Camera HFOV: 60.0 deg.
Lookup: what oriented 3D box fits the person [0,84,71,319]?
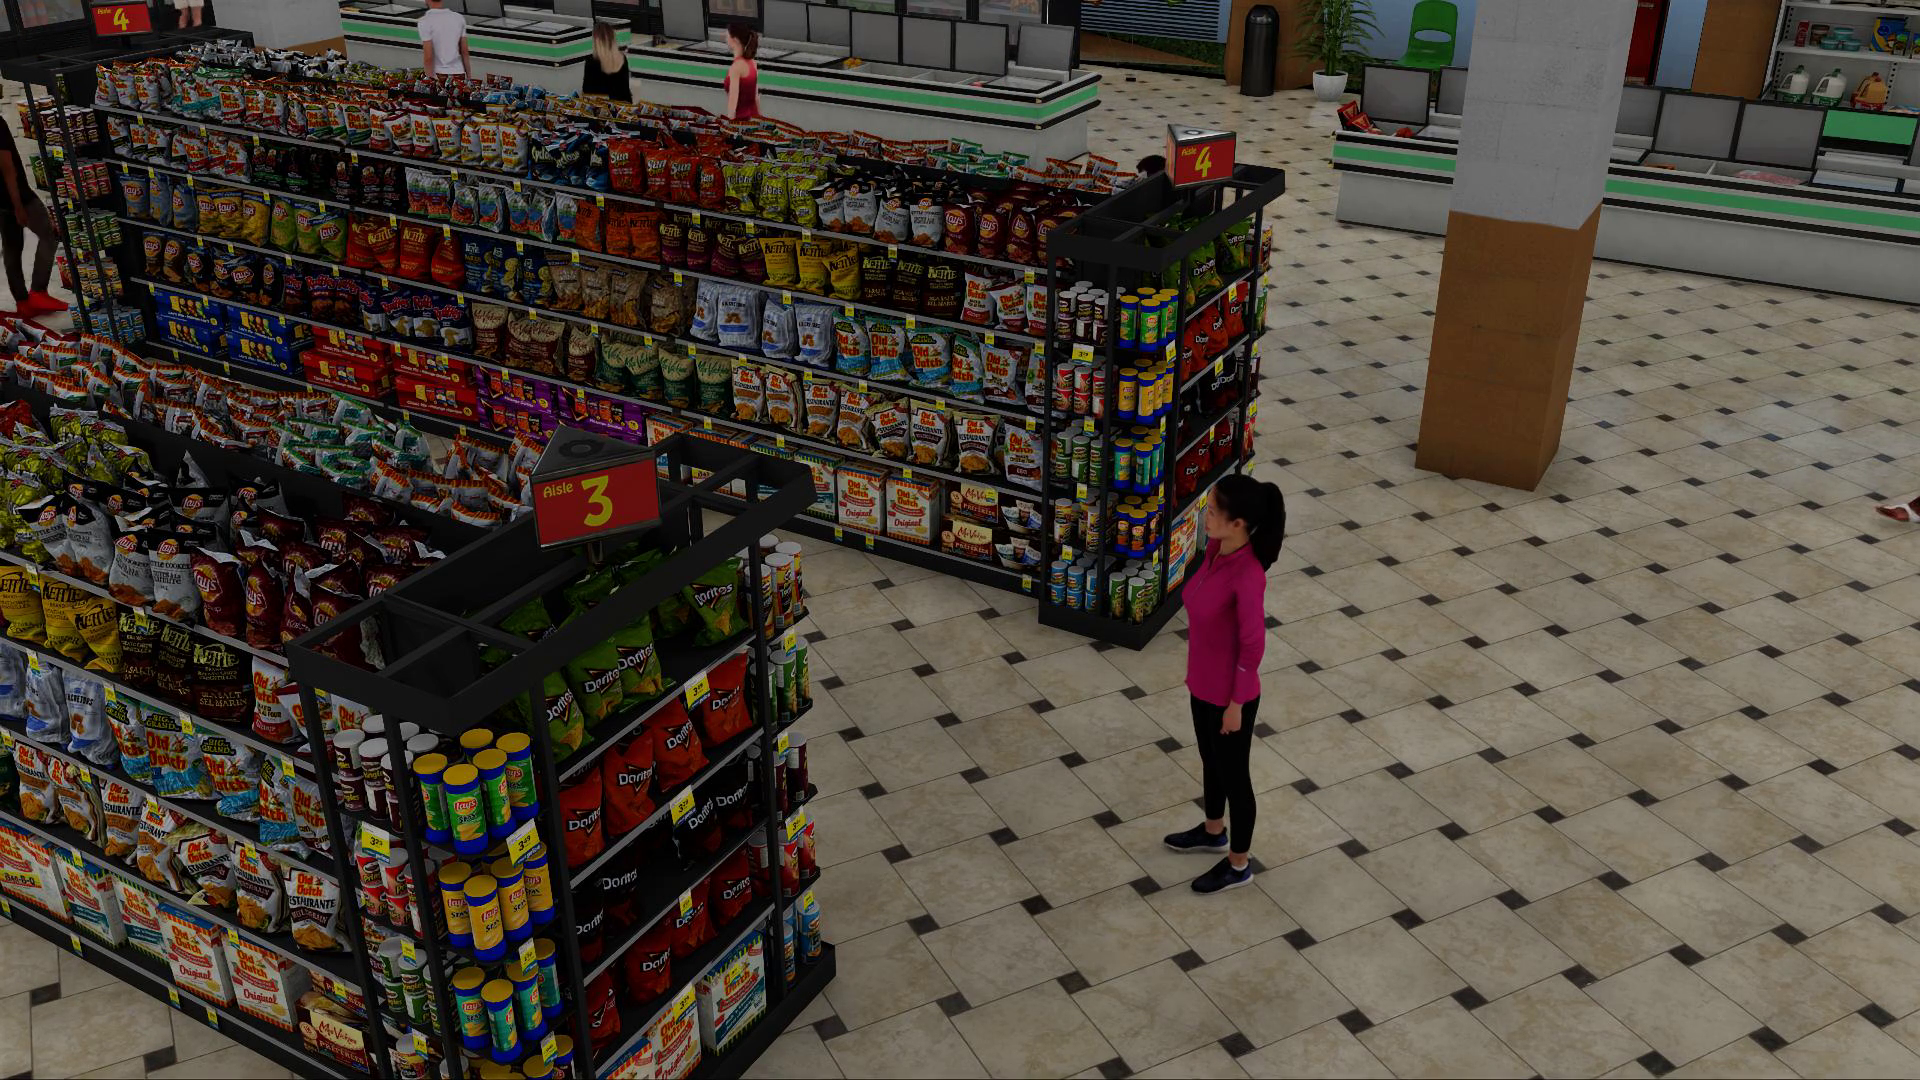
[{"bbox_3d":[-6.871,-2.429,11.868,0.599,1.795,0.776,20,33,34],"label":"person"}]

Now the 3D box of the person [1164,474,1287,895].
[{"bbox_3d":[0.985,0.532,6.136,0.739,1.699,0.684,-6,28,-12],"label":"person"}]

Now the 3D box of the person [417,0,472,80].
[{"bbox_3d":[-4.713,-4.212,15.322,0.581,1.852,0.683,19,33,33],"label":"person"}]

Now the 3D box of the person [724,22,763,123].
[{"bbox_3d":[-1.729,-3.401,13.852,1.082,1.735,0.718,8,28,16],"label":"person"}]

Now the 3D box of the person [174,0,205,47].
[{"bbox_3d":[-9.715,-6.899,20.775,0.852,1.712,0.866,3,27,6],"label":"person"}]

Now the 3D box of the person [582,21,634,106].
[{"bbox_3d":[-2.915,-3.505,14.161,1.187,1.641,0.633,17,31,29],"label":"person"}]
